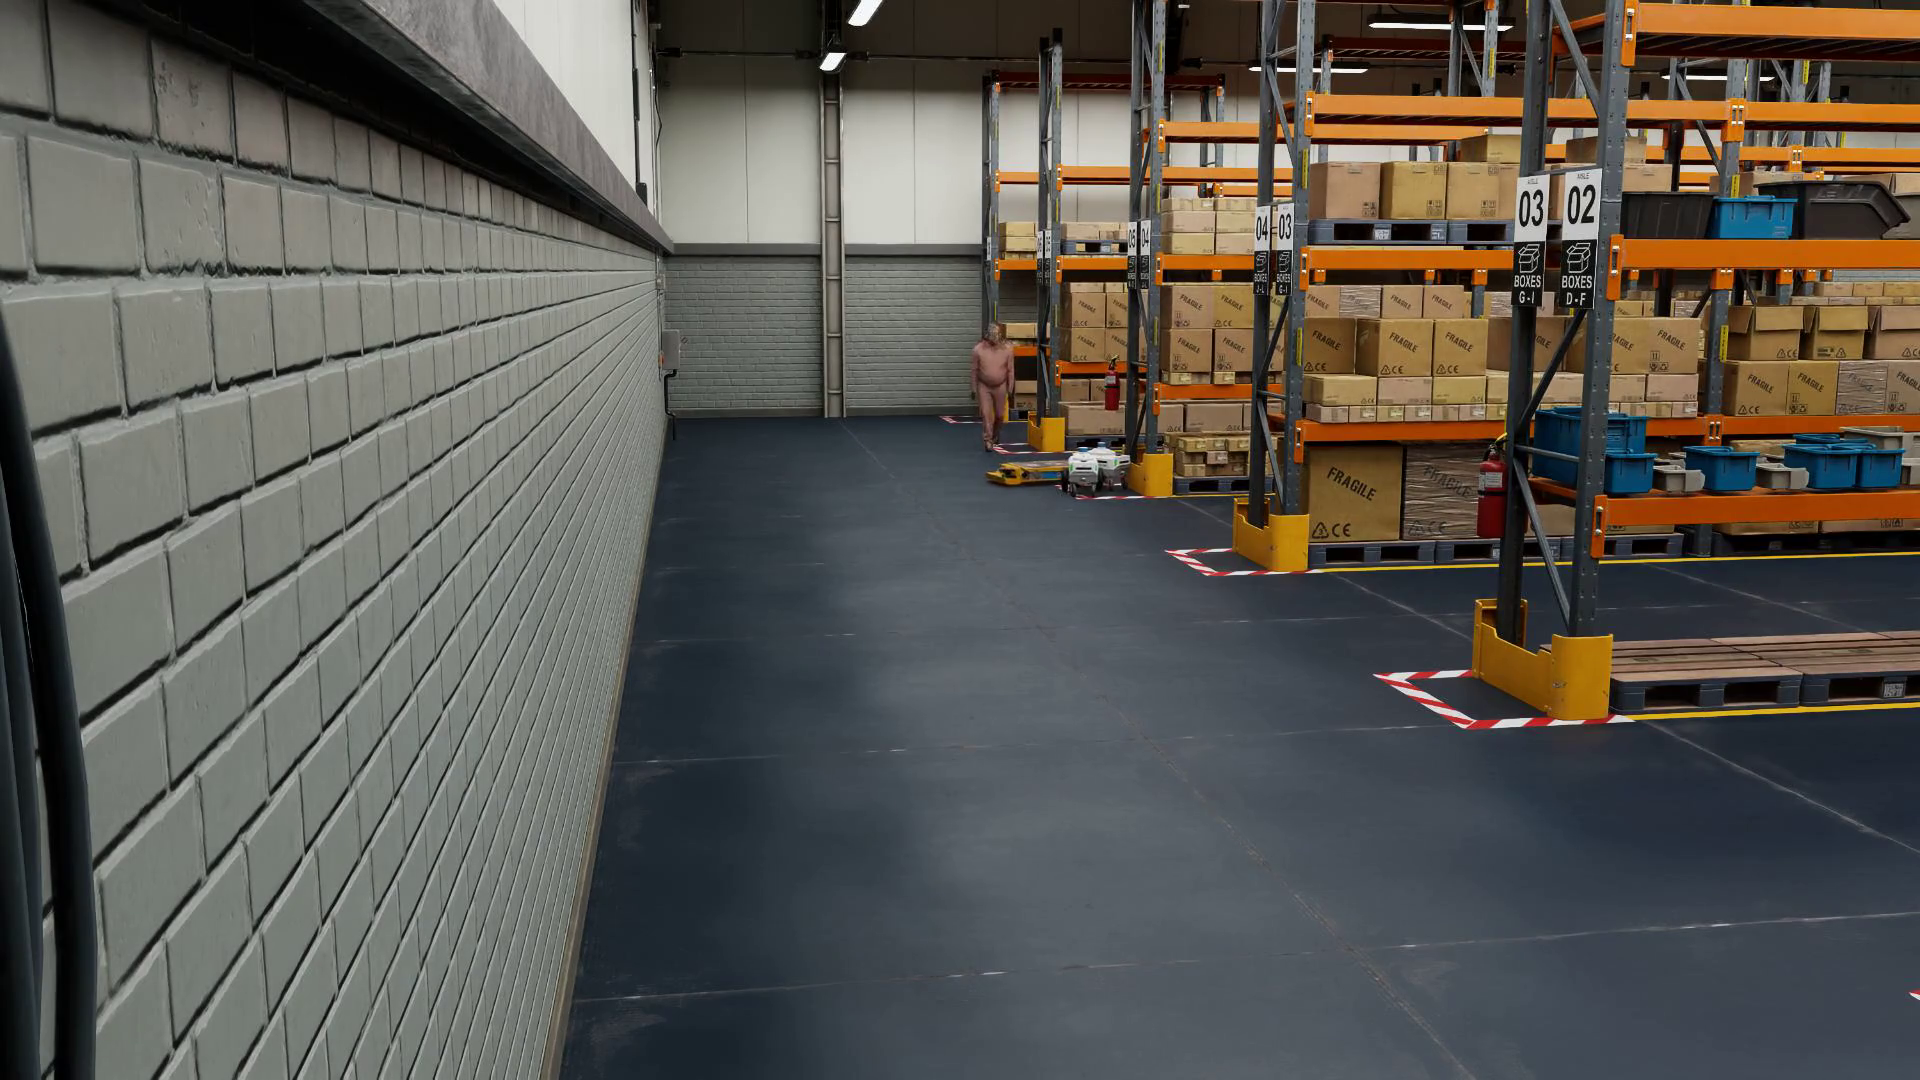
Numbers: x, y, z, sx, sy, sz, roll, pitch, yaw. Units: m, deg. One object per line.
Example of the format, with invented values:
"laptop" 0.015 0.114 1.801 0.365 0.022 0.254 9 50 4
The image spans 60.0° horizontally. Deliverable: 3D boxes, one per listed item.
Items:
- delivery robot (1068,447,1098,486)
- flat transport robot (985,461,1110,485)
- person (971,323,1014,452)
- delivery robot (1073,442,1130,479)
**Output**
"delivery robot" 1.459 -0.859 19.729 0.477 0.478 0.707 0 9 3
"flat transport robot" 1.102 -0.858 20.882 1.431 0.197 0.652 -4 10 -21
"person" 0.473 -2.258 24.542 0.651 1.890 0.642 -1 9 -3
"delivery robot" 1.724 -0.949 20.283 0.707 0.478 0.477 8 12 41
